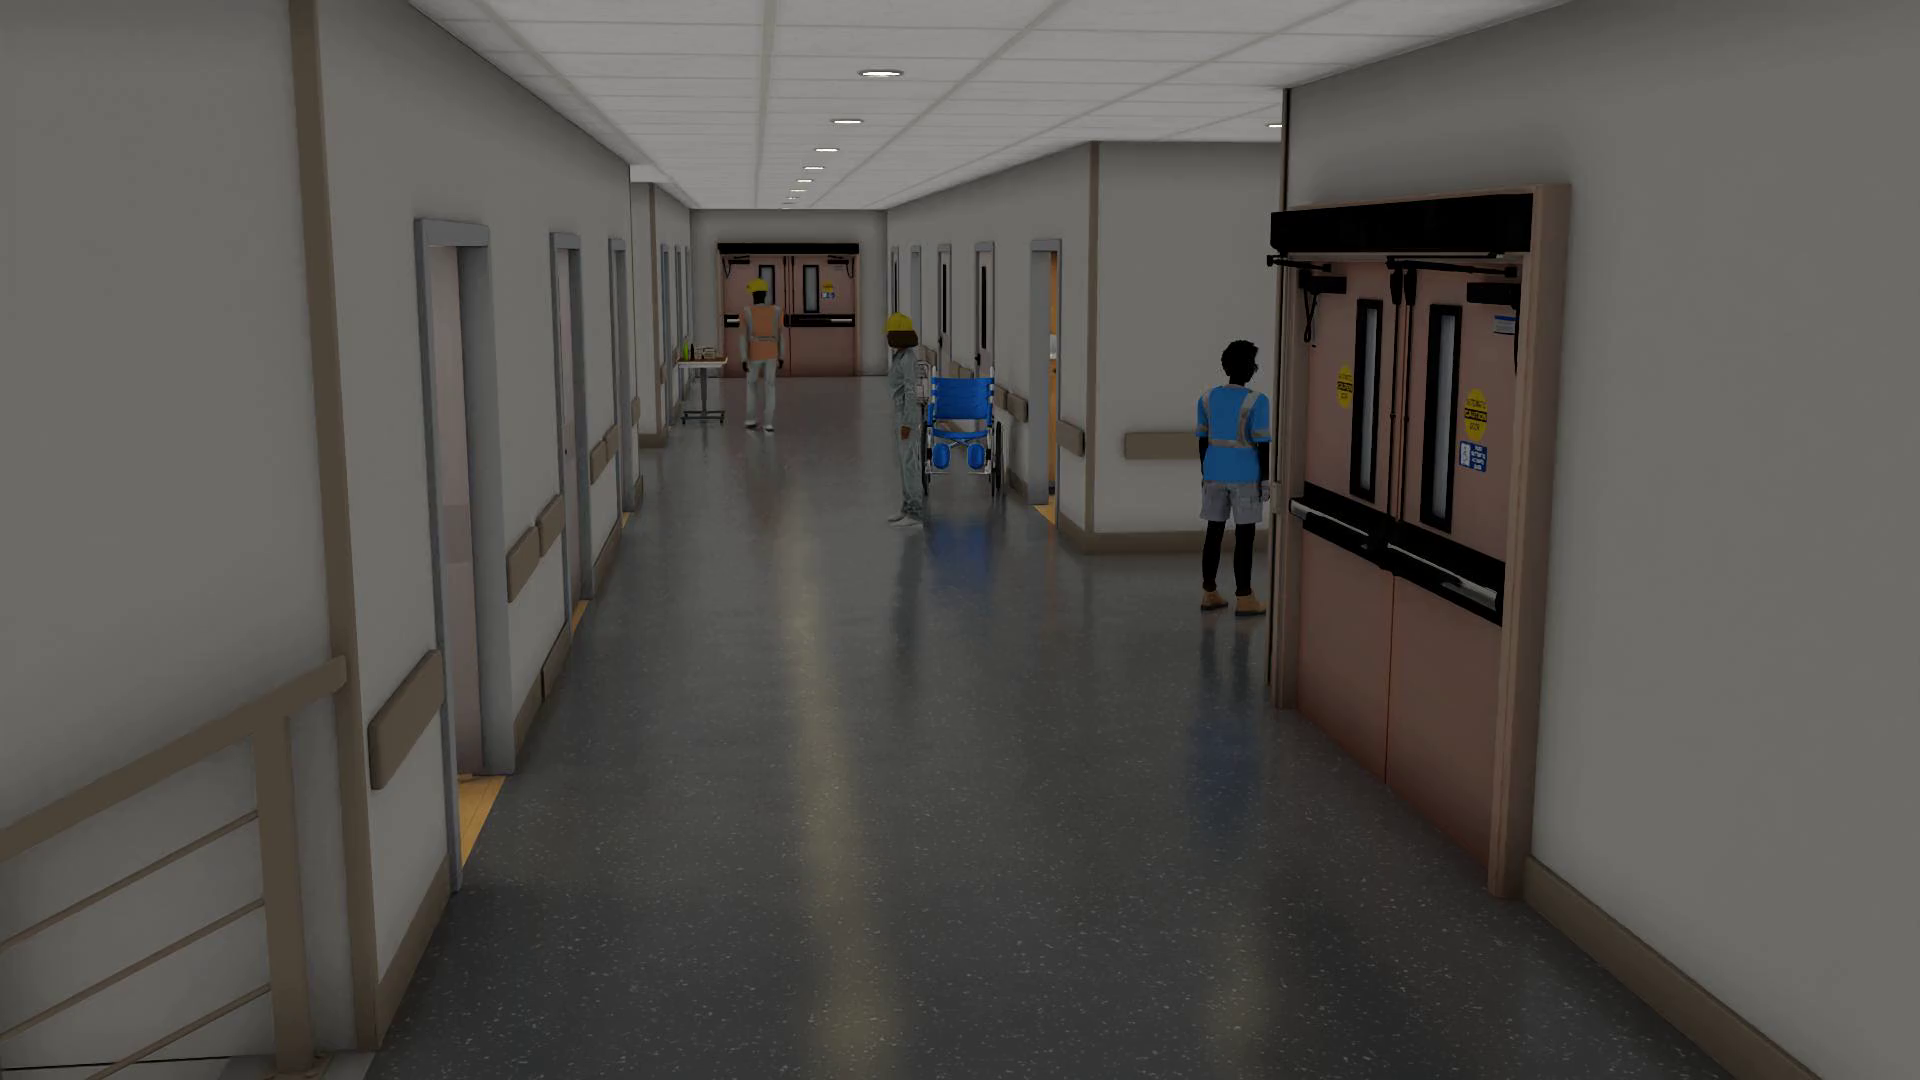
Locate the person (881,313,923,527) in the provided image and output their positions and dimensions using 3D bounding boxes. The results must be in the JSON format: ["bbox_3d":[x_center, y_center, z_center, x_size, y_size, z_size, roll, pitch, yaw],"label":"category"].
[{"bbox_3d":[-0.474,-0.973,13.566,0.321,1.742,0.492,-1,10,-9],"label":"person"}]

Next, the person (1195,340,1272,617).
[{"bbox_3d":[1.694,-0.382,10.256,0.317,1.695,0.540,-9,13,-43],"label":"person"}]

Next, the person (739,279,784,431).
[{"bbox_3d":[-2.532,-2.350,21.119,0.600,1.901,0.781,-3,10,-16],"label":"person"}]
